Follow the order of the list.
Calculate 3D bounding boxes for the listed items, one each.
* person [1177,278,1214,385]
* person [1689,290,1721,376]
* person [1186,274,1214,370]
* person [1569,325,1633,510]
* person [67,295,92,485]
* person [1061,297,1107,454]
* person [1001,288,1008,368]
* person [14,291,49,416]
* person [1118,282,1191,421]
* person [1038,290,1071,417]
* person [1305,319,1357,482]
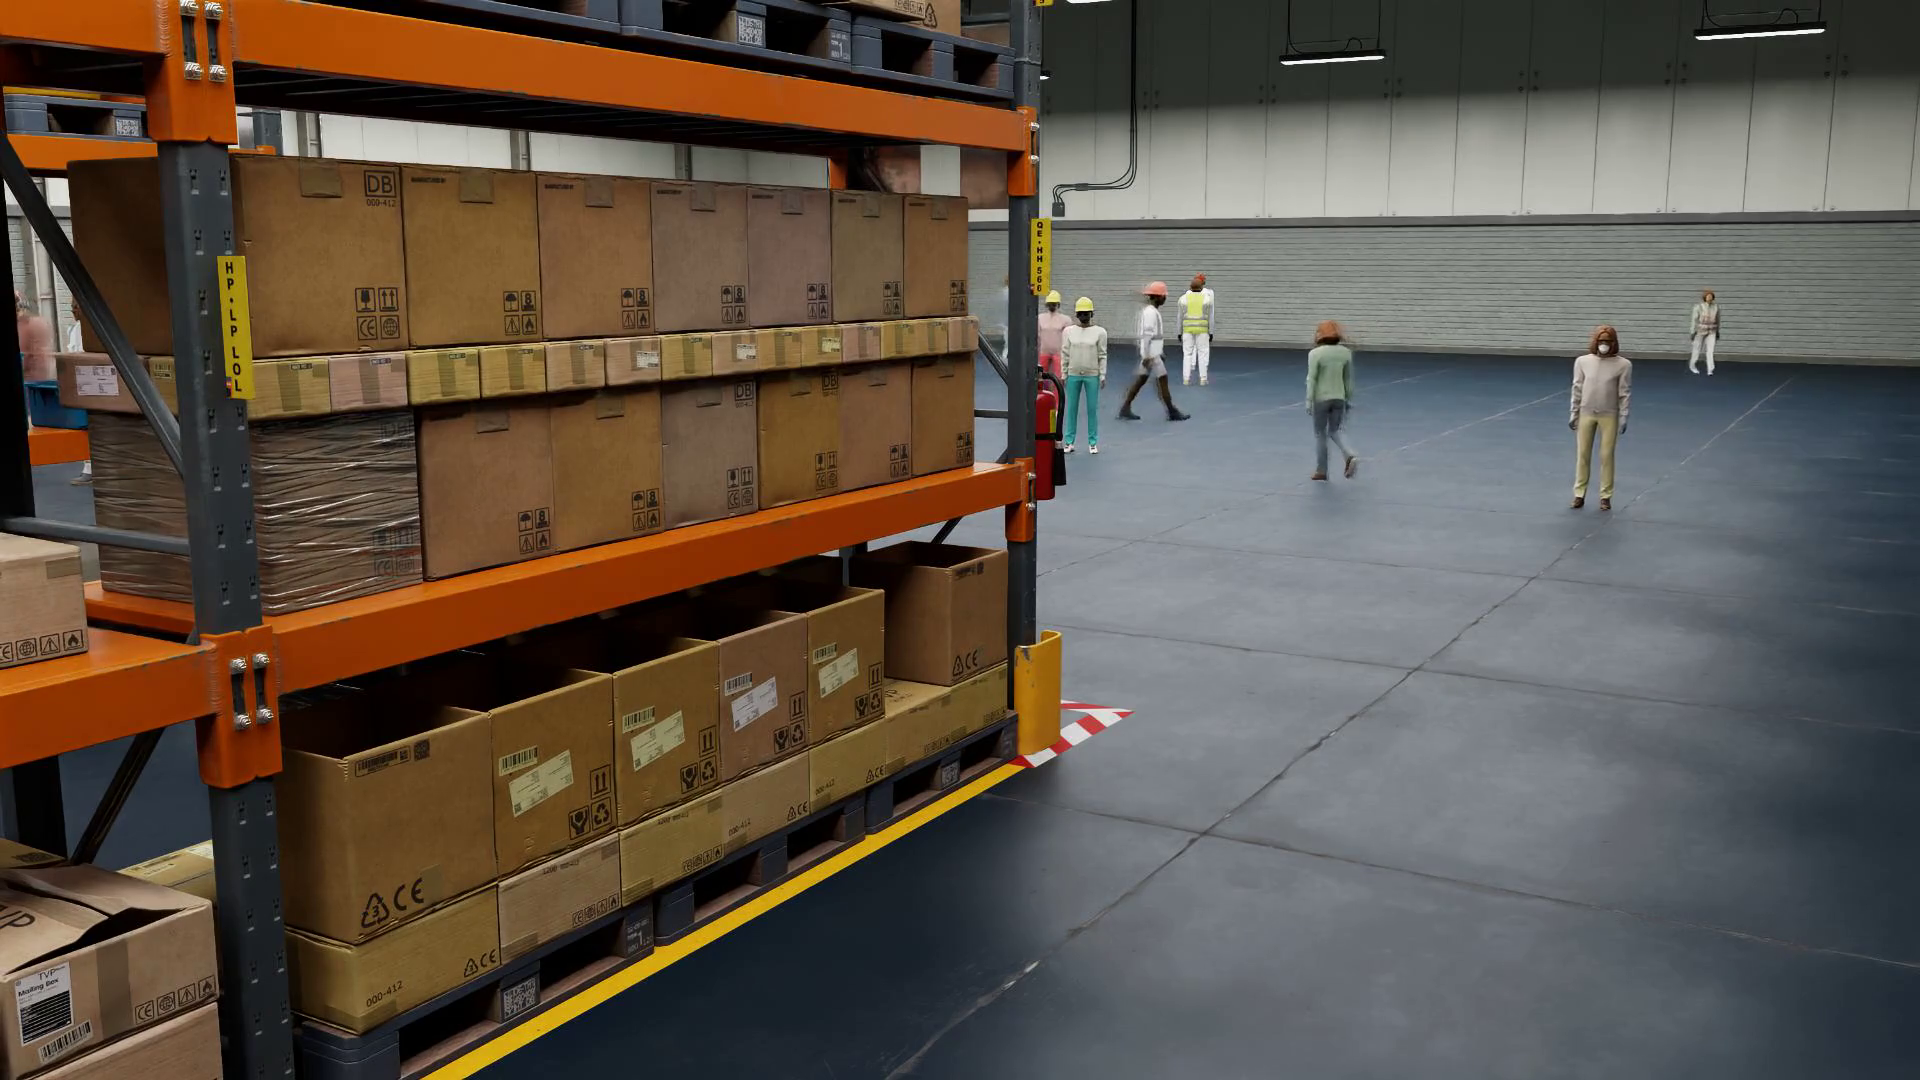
[{"bbox_3d":[4.079,-3.598,28.796,0.634,1.839,0.429,2,10,12],"label":"person"},{"bbox_3d":[14.002,-3.899,31.275,0.562,1.594,0.821,1,10,5],"label":"person"},{"bbox_3d":[4.695,-4.275,32.629,0.574,1.883,0.355,0,10,0],"label":"person"},{"bbox_3d":[5.630,-1.074,14.645,0.500,1.626,0.306,6,11,32],"label":"person"},{"bbox_3d":[-8.408,-1.454,16.114,0.572,1.883,0.355,4,10,21],"label":"person"},{"bbox_3d":[1.393,-1.852,18.781,0.522,1.769,0.317,2,10,12],"label":"person"},{"bbox_3d":[0.965,-3.906,30.360,0.457,1.919,0.660,-2,10,-13],"label":"person"},{"bbox_3d":[-9.867,-1.701,17.590,0.643,1.884,0.786,2,10,12],"label":"person"},{"bbox_3d":[2.607,-2.547,22.513,0.990,1.888,0.565,1,10,7],"label":"person"},{"bbox_3d":[1.268,-2.564,22.961,0.544,1.754,0.364,3,10,15],"label":"person"},{"bbox_3d":[3.659,-1.359,16.343,0.507,1.614,0.479,-4,11,-23],"label":"person"}]
